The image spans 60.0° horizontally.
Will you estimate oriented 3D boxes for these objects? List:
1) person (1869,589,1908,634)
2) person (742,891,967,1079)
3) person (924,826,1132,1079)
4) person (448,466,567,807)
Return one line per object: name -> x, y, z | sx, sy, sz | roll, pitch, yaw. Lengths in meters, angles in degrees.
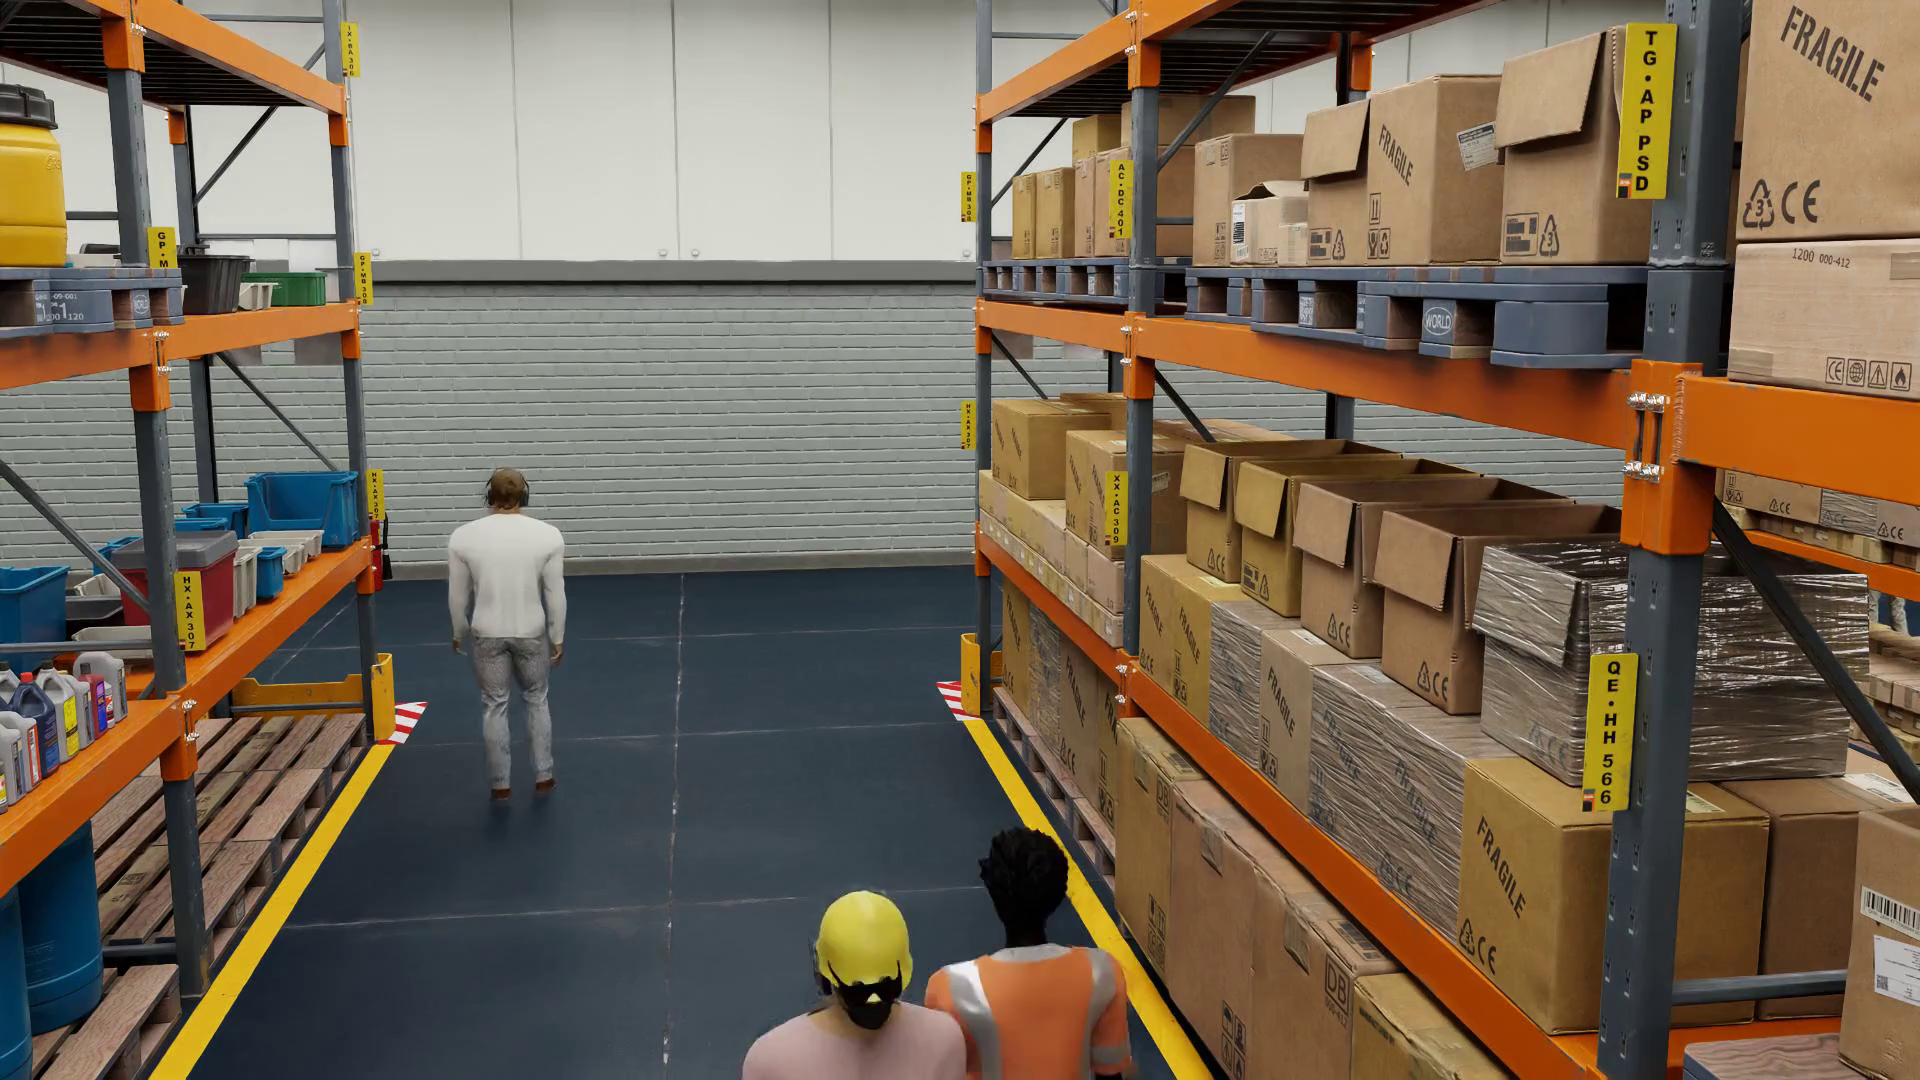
person -> 6.673, 0.172, 12.018 | 0.512, 1.855, 0.331 | -1, 9, -7
person -> -0.247, 1.577, 3.790 | 0.526, 1.715, 0.924 | -4, 10, -23
person -> 0.146, 1.535, 4.137 | 0.538, 1.687, 0.364 | -4, 10, -22
person -> -2.565, 0.543, 9.464 | 0.649, 1.934, 0.414 | -3, 10, -15
